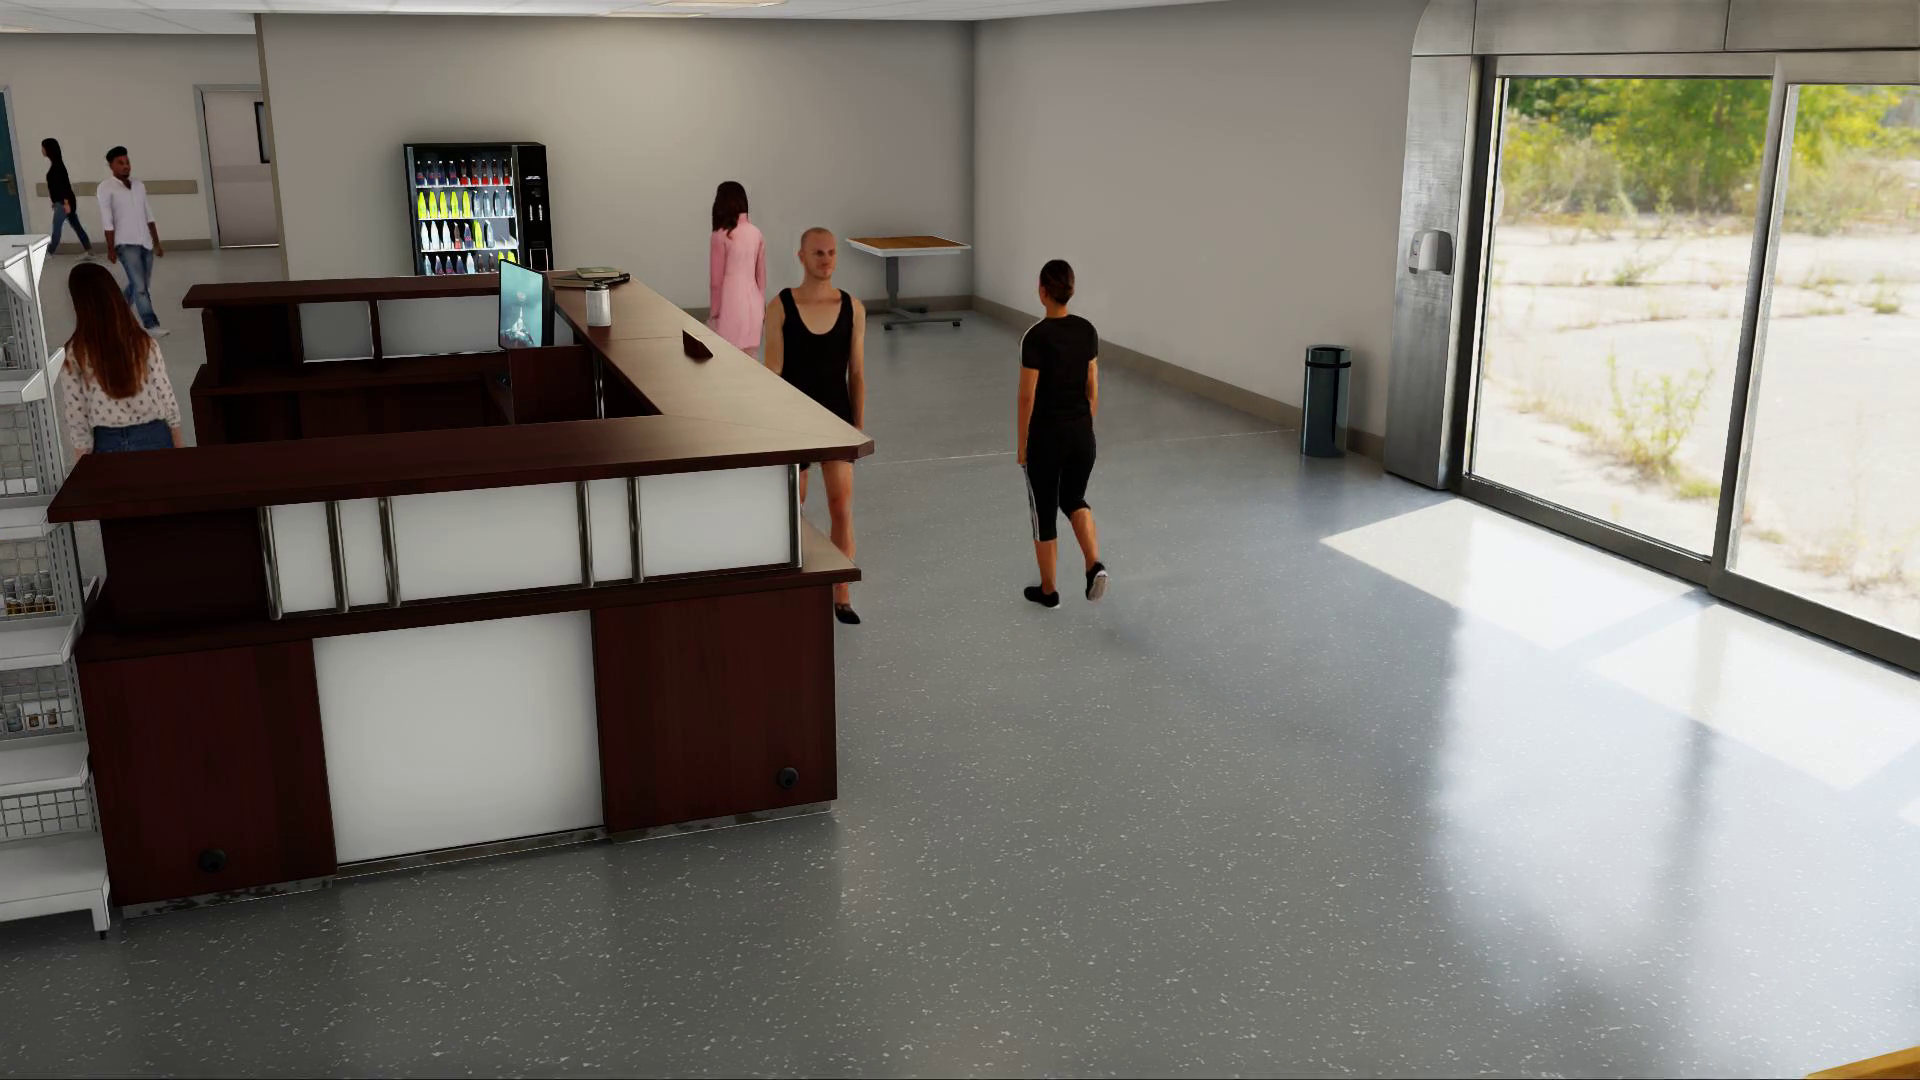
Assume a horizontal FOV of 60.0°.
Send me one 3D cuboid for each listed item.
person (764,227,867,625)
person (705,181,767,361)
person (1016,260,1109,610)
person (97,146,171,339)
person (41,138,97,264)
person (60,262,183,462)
[{"bbox_3d":[-0.715,-0.537,7.781,1.095,1.776,0.762,-5,16,-16],"label":"person"},{"bbox_3d":[-1.417,-1.433,10.960,0.705,1.777,0.816,-14,21,-40],"label":"person"},{"bbox_3d":[0.505,-0.456,7.713,0.758,1.658,0.721,-9,18,-28],"label":"person"},{"bbox_3d":[-7.987,-2.849,15.966,1.188,1.786,1.130,7,17,24],"label":"person"},{"bbox_3d":[-11.811,-4.489,22.096,0.995,1.616,0.668,-8,18,-26],"label":"person"},{"bbox_3d":[-3.503,-0.286,7.058,1.097,1.687,0.628,-5,17,-18],"label":"person"}]
